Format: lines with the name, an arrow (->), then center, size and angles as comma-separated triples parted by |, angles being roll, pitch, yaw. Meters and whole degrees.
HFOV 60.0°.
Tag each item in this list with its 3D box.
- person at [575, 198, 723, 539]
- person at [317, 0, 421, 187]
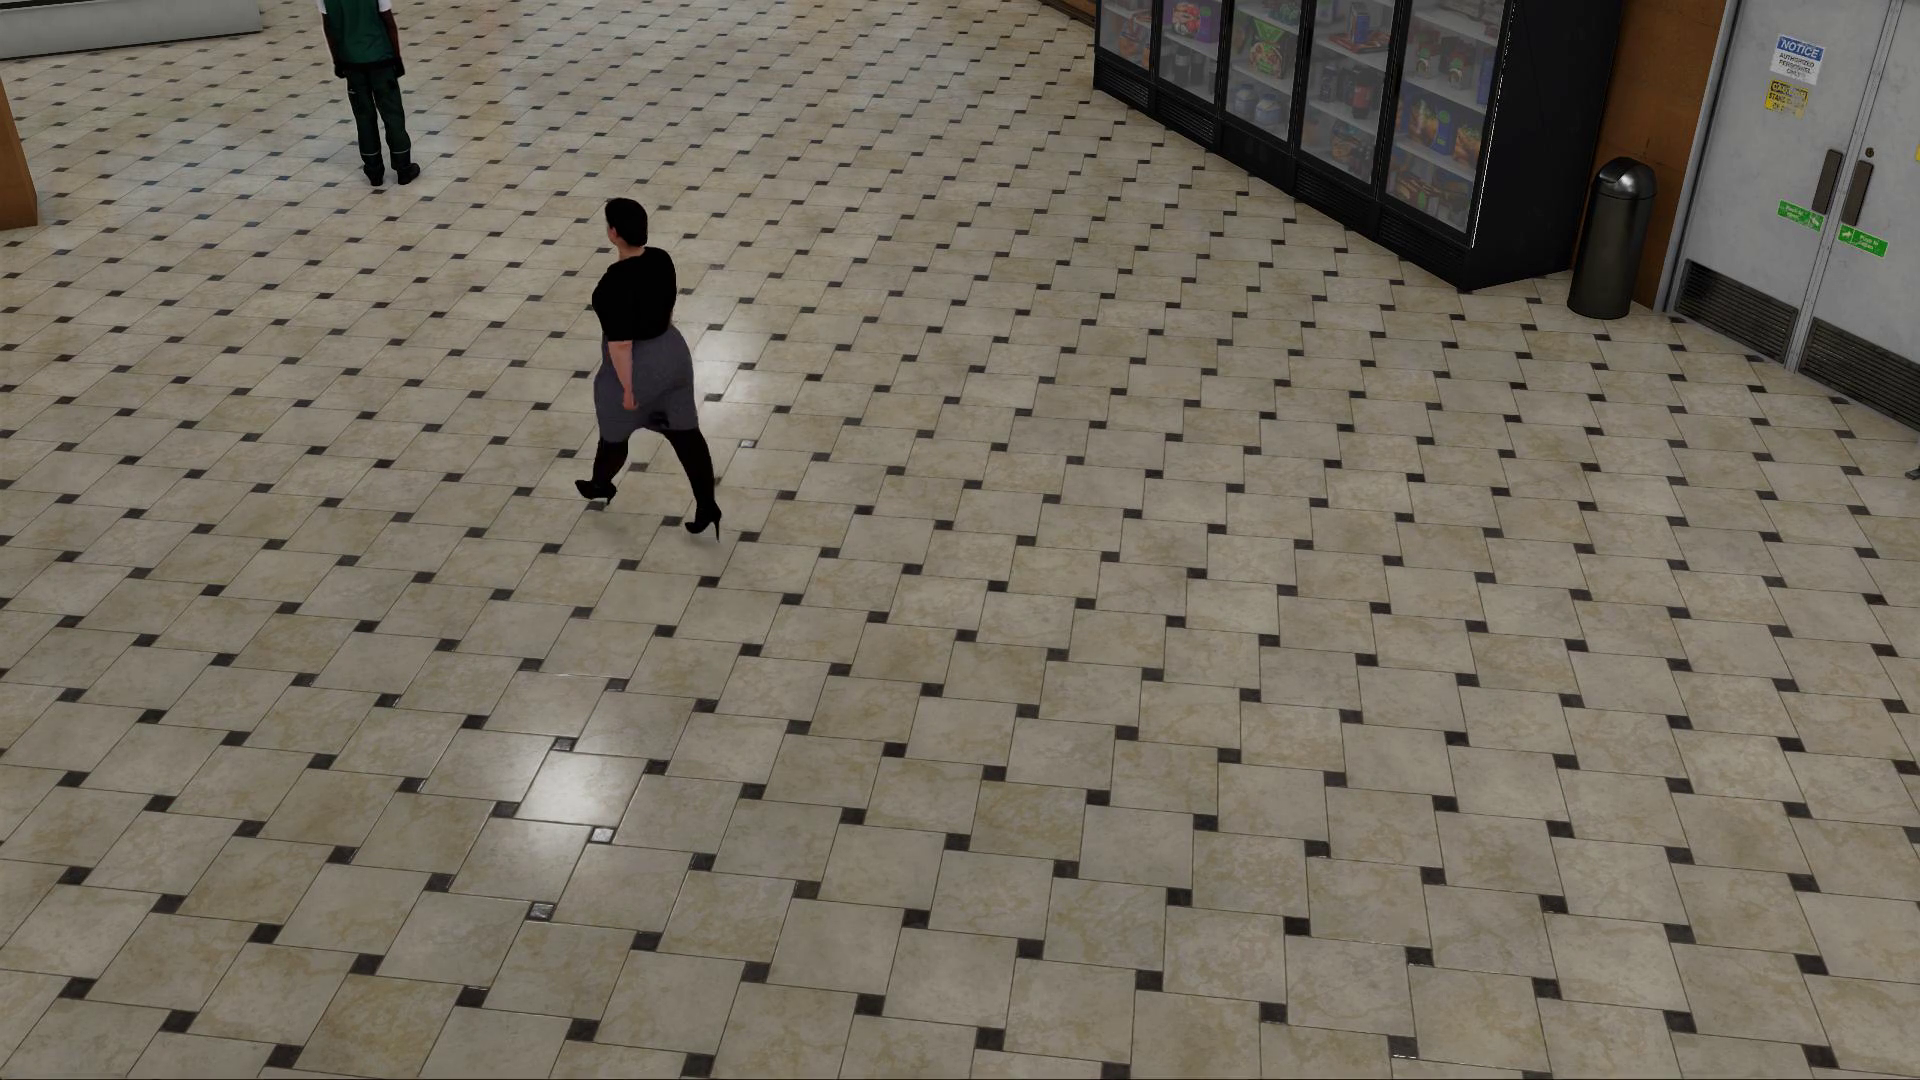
person -> -1.418, -0.754, 7.992 | 1.114, 1.705, 1.157 | 18, 36, 26
person -> -4.402, -3.552, 12.362 | 0.663, 1.840, 0.816 | -3, 32, -5
